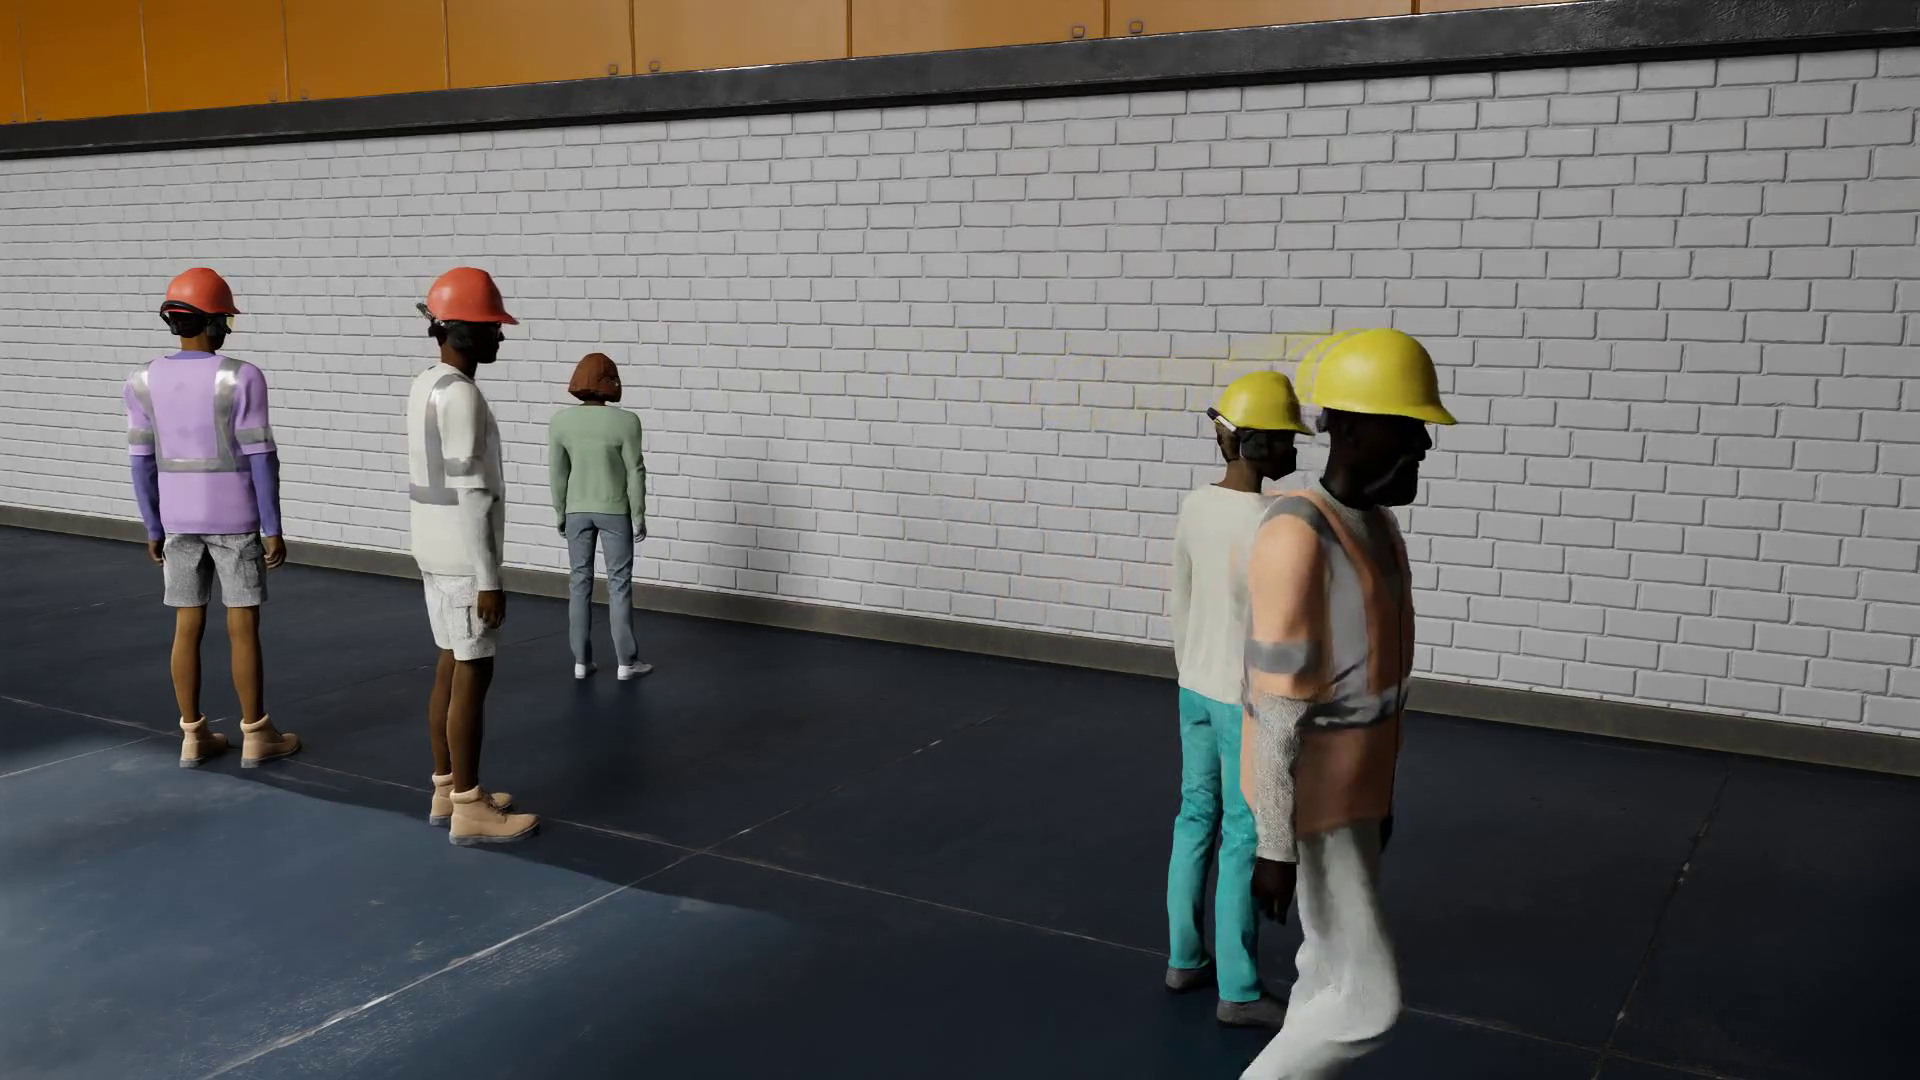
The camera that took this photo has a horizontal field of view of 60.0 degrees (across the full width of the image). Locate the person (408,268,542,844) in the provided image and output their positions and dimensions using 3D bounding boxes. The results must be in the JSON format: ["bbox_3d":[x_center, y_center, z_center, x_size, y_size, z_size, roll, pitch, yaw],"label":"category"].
[{"bbox_3d":[-1.748,0.059,5.958,0.403,2.039,0.643,-5,10,-29],"label":"person"}]

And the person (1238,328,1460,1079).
[{"bbox_3d":[0.790,0.526,3.430,0.414,1.909,0.624,5,11,31],"label":"person"}]

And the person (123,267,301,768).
[{"bbox_3d":[-3.053,-0.080,6.811,0.605,2.045,0.382,1,9,6],"label":"person"}]

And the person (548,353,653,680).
[{"bbox_3d":[-1.796,-0.113,8.295,0.501,1.631,0.285,2,9,13],"label":"person"}]

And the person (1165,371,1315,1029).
[{"bbox_3d":[0.771,0.427,4.517,0.322,1.765,0.533,-4,10,-24],"label":"person"}]
